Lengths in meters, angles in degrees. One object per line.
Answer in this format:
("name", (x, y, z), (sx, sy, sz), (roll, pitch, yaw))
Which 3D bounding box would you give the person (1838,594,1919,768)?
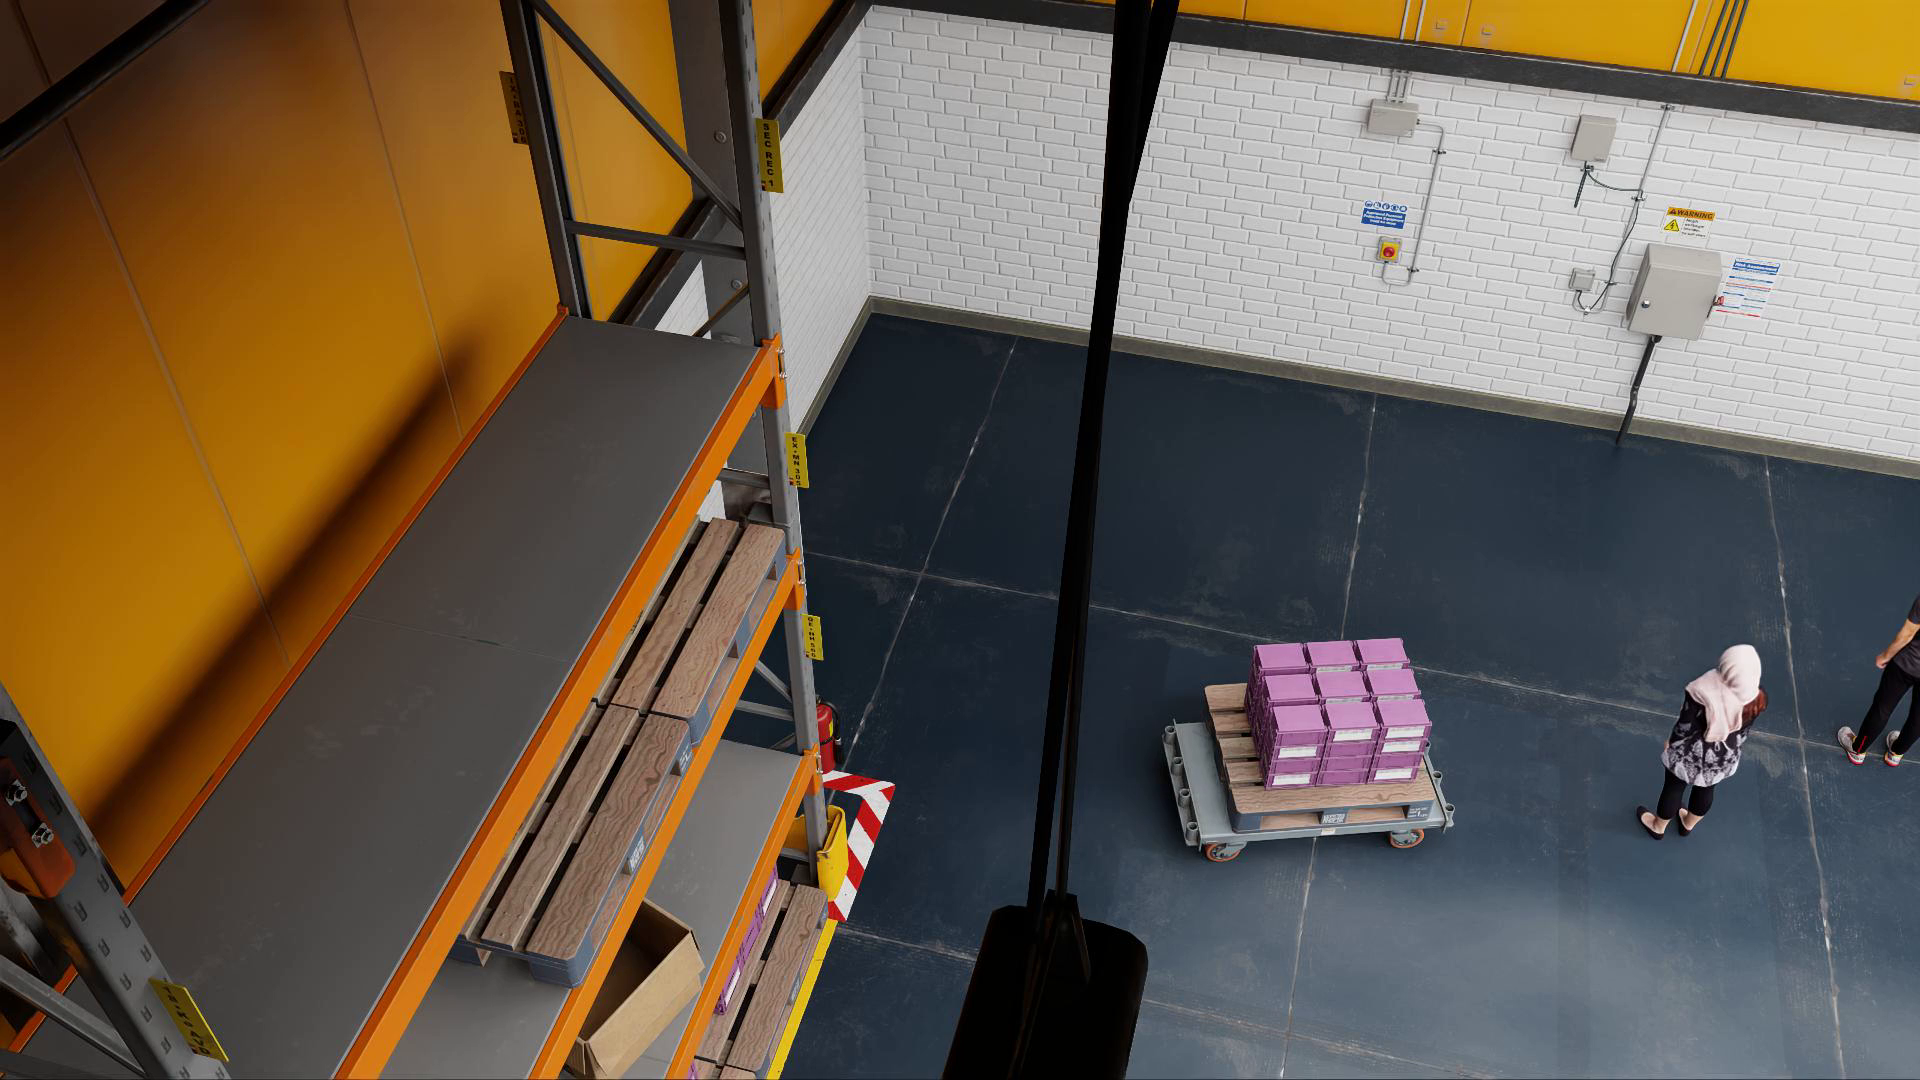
("person", (5.921, 0.747, 10.216), (0.665, 1.764, 0.565), (6, 44, 6))

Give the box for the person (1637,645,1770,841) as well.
("person", (4.406, 1.209, 9.826), (0.710, 1.632, 0.724), (-3, 44, -3))
